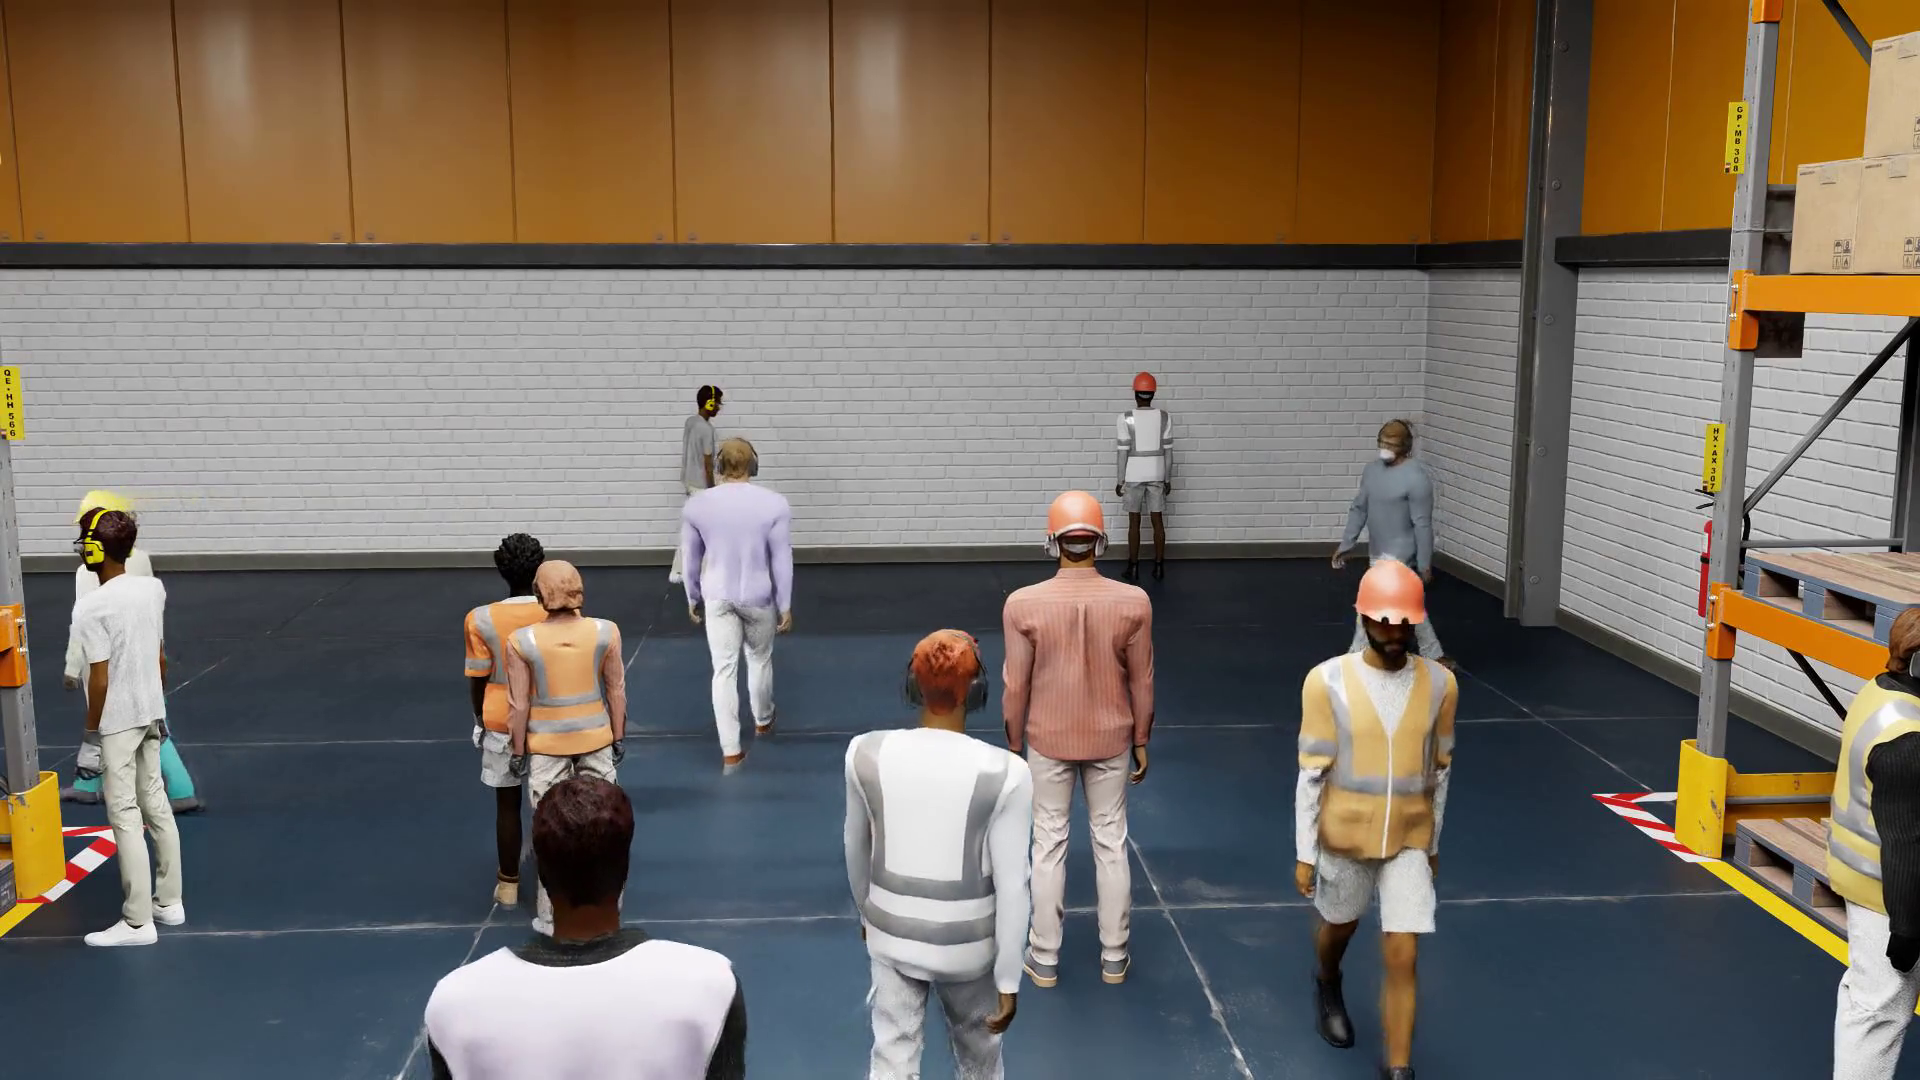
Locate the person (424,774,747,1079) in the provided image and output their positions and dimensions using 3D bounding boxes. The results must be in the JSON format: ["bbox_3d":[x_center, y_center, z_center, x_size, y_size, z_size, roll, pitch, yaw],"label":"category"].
[{"bbox_3d":[-0.710,1.377,3.271,0.623,1.888,0.756,-1,9,-6],"label":"person"}]

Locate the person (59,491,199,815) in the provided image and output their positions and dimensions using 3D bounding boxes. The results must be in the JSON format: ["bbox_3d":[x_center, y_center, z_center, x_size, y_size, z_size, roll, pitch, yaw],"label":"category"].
[{"bbox_3d":[-4.416,0.598,8.700,0.904,1.714,0.540,1,9,6],"label":"person"}]

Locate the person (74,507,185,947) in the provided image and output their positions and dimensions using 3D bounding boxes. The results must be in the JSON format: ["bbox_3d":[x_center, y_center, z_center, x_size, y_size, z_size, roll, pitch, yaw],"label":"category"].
[{"bbox_3d":[-3.551,0.787,7.052,0.328,1.872,0.509,1,9,8],"label":"person"}]

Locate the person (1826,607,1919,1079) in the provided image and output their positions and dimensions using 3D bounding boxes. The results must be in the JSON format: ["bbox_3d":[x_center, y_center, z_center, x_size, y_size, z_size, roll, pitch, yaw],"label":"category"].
[{"bbox_3d":[2.948,1.102,5.207,0.430,1.836,0.619,4,10,24],"label":"person"}]

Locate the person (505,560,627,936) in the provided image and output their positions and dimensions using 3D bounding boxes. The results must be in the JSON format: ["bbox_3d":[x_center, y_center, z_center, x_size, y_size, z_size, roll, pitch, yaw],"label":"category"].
[{"bbox_3d":[-1.674,0.893,7.110,0.514,1.640,0.310,-4,10,-25],"label":"person"}]

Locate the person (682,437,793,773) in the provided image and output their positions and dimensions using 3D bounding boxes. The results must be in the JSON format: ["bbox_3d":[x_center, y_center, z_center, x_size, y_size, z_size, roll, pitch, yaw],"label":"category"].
[{"bbox_3d":[-1.295,0.340,9.781,0.659,1.889,0.990,0,9,-1],"label":"person"}]

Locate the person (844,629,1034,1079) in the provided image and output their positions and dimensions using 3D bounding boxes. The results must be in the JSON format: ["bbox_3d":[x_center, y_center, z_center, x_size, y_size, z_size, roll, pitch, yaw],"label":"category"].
[{"bbox_3d":[-0.054,1.155,4.847,0.586,1.830,0.972,2,9,14],"label":"person"}]

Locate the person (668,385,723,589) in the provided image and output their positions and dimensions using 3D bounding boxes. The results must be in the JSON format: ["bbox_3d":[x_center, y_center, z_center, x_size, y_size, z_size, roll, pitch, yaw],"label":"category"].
[{"bbox_3d":[-2.377,-0.472,15.021,0.500,1.849,0.641,-5,11,-31],"label":"person"}]

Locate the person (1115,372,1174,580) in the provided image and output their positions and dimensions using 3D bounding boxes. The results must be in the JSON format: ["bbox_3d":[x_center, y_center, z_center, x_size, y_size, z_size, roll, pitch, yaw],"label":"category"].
[{"bbox_3d":[1.711,-0.594,15.504,0.542,1.939,0.362,-1,9,-8],"label":"person"}]

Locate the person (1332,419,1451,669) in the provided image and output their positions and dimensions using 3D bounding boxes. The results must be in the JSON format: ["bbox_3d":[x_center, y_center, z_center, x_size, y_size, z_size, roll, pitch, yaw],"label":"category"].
[{"bbox_3d":[2.982,0.096,11.366,1.059,1.882,0.649,-2,9,-15],"label":"person"}]

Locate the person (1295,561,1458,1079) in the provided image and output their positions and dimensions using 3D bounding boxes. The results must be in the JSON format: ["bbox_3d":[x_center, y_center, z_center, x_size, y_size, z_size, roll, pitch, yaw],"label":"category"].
[{"bbox_3d":[1.419,0.987,5.754,0.555,1.903,0.991,0,9,1],"label":"person"}]

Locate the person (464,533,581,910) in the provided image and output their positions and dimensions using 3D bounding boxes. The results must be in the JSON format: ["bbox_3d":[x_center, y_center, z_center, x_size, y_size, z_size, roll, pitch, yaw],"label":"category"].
[{"bbox_3d":[-1.931,0.809,7.449,0.535,1.700,0.318,-3,10,-19],"label":"person"}]

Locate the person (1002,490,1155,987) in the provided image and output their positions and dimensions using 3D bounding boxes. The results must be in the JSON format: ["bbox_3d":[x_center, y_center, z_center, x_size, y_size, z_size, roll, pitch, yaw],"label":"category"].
[{"bbox_3d":[0.468,0.794,6.621,0.611,1.994,0.379,-1,9,-4],"label":"person"}]
